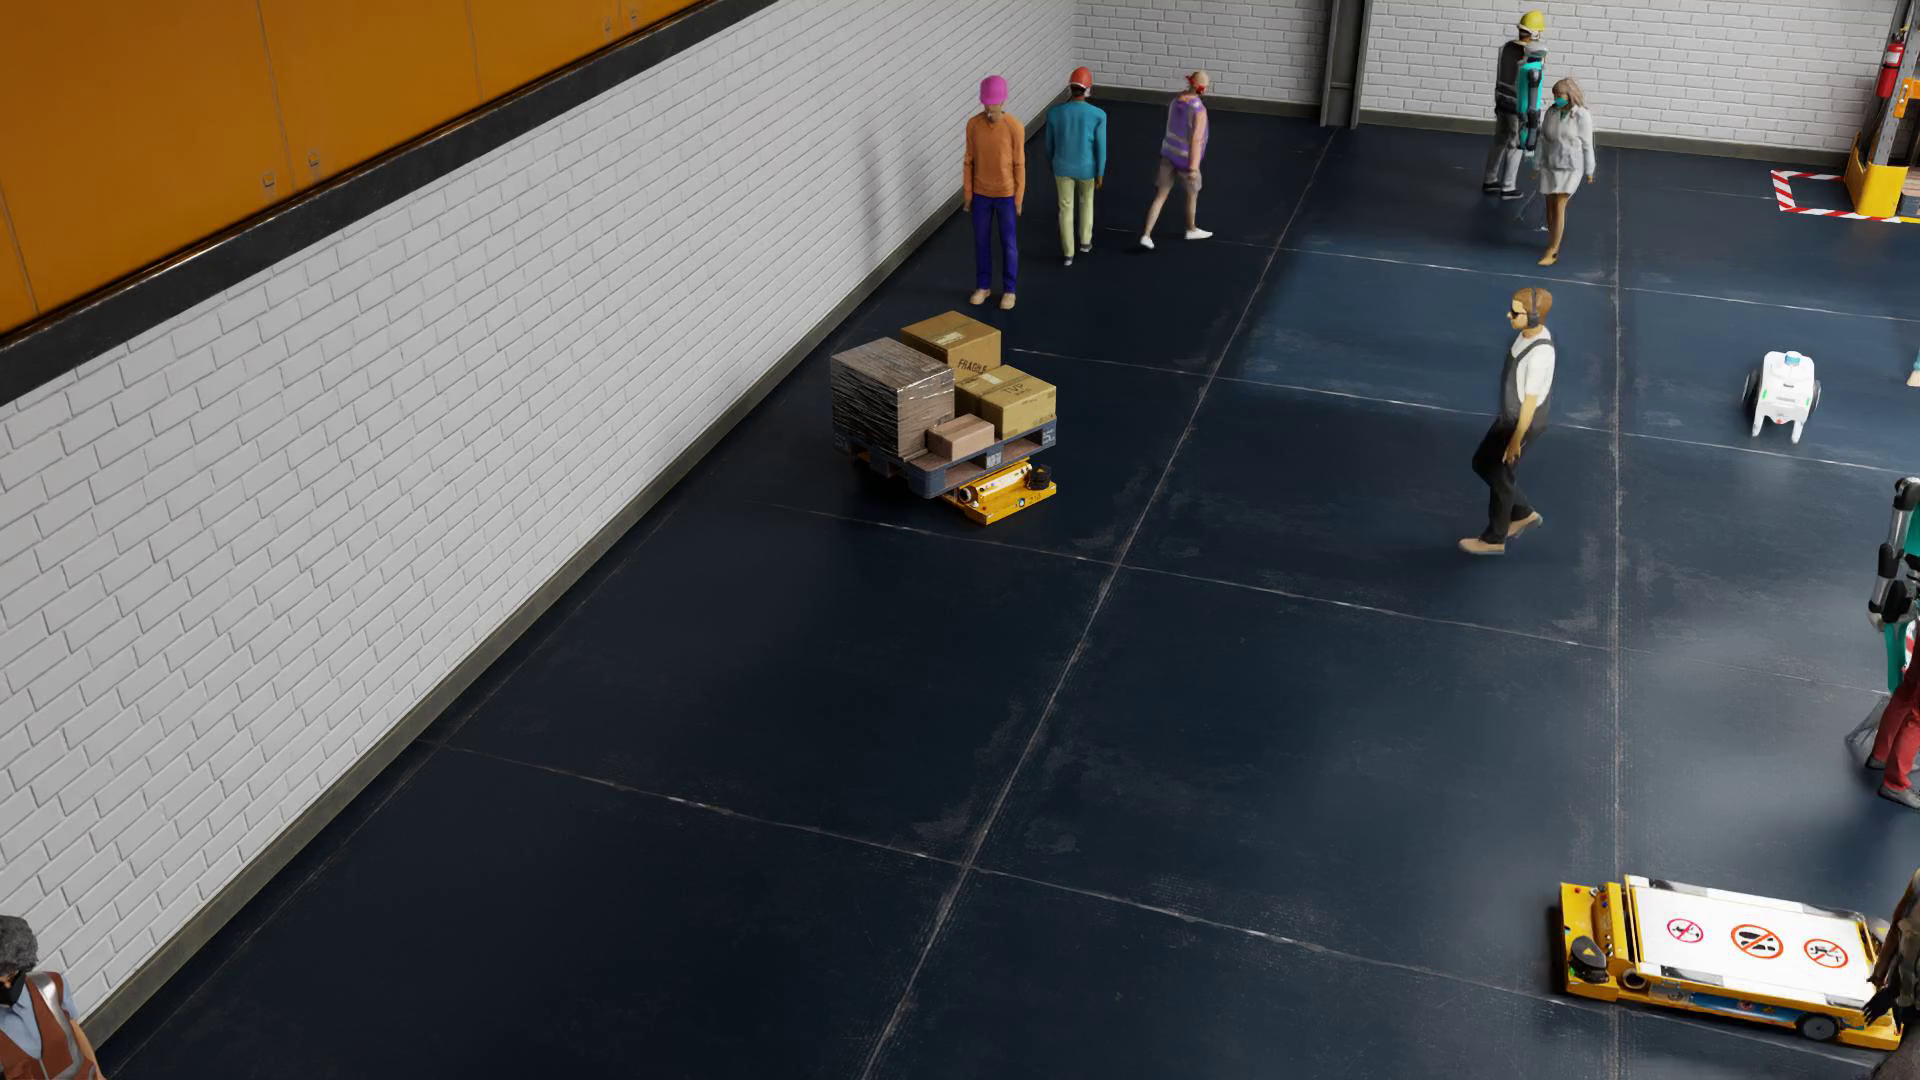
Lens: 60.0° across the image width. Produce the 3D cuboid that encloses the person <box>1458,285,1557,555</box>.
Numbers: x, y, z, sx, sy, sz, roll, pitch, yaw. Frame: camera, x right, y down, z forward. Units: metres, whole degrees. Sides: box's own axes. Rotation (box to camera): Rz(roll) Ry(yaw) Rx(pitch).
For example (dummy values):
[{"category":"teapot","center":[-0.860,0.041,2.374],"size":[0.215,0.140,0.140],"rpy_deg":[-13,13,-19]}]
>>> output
[{"category":"person","center":[3.427,-0.716,10.296],"size":[0.433,1.831,0.524],"rpy_deg":[5,31,8]}]

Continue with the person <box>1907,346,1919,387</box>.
[{"category":"person","center":[7.470,-1.924,12.331],"size":[0.370,1.859,0.525],"rpy_deg":[1,30,1]}]

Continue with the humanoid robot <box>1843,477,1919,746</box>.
[{"category":"humanoid robot","center":[4.977,0.424,8.468],"size":[0.536,1.814,0.681],"rpy_deg":[-2,31,-3]}]

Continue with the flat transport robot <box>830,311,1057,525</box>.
[{"category":"flat transport robot","center":[-0.067,-0.537,11.539],"size":[0.659,0.231,1.431],"rpy_deg":[-25,38,-35]}]

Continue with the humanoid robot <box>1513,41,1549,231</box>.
[{"category":"humanoid robot","center":[5.497,-3.738,15.570],"size":[0.767,1.804,0.552],"rpy_deg":[3,31,5]}]

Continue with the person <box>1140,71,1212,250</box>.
[{"category":"person","center":[1.993,-3.454,15.137],"size":[0.869,1.641,0.536],"rpy_deg":[-21,36,-31]}]

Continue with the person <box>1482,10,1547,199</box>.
[{"category":"person","center":[5.483,-4.280,16.379],"size":[0.403,1.824,0.597],"rpy_deg":[-10,32,-17]}]

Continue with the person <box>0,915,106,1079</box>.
[{"category":"person","center":[-3.199,1.998,5.819],"size":[0.309,1.690,0.444],"rpy_deg":[19,36,29]}]

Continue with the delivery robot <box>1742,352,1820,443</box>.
[{"category":"delivery robot","center":[6.047,-1.095,12.202],"size":[0.499,0.590,0.793],"rpy_deg":[13,33,21]}]

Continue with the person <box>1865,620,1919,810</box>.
[{"category":"person","center":[4.927,0.522,8.259],"size":[0.327,1.767,0.528],"rpy_deg":[8,31,13]}]

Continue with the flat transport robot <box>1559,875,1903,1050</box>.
[{"category":"flat transport robot","center":[3.455,1.869,7.446],"size":[1.431,0.231,0.659],"rpy_deg":[8,31,13]}]

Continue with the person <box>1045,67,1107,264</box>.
[{"category":"person","center":[1.039,-3.384,14.934],"size":[0.559,1.730,0.615],"rpy_deg":[4,31,6]}]

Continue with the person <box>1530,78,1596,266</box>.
[{"category":"person","center":[5.326,-3.269,14.831],"size":[0.670,1.629,0.547],"rpy_deg":[-26,39,-37]}]

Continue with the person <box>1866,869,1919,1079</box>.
[{"category":"person","center":[3.713,1.720,6.277],"size":[0.982,1.709,0.485],"rpy_deg":[-5,31,-8]}]

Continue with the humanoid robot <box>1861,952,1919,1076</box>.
[{"category":"humanoid robot","center":[3.783,1.754,6.276],"size":[0.611,1.638,0.581],"rpy_deg":[11,32,18]}]

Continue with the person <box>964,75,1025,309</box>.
[{"category":"person","center":[0.276,-2.900,13.884],"size":[0.523,1.973,0.415],"rpy_deg":[10,32,17]}]
